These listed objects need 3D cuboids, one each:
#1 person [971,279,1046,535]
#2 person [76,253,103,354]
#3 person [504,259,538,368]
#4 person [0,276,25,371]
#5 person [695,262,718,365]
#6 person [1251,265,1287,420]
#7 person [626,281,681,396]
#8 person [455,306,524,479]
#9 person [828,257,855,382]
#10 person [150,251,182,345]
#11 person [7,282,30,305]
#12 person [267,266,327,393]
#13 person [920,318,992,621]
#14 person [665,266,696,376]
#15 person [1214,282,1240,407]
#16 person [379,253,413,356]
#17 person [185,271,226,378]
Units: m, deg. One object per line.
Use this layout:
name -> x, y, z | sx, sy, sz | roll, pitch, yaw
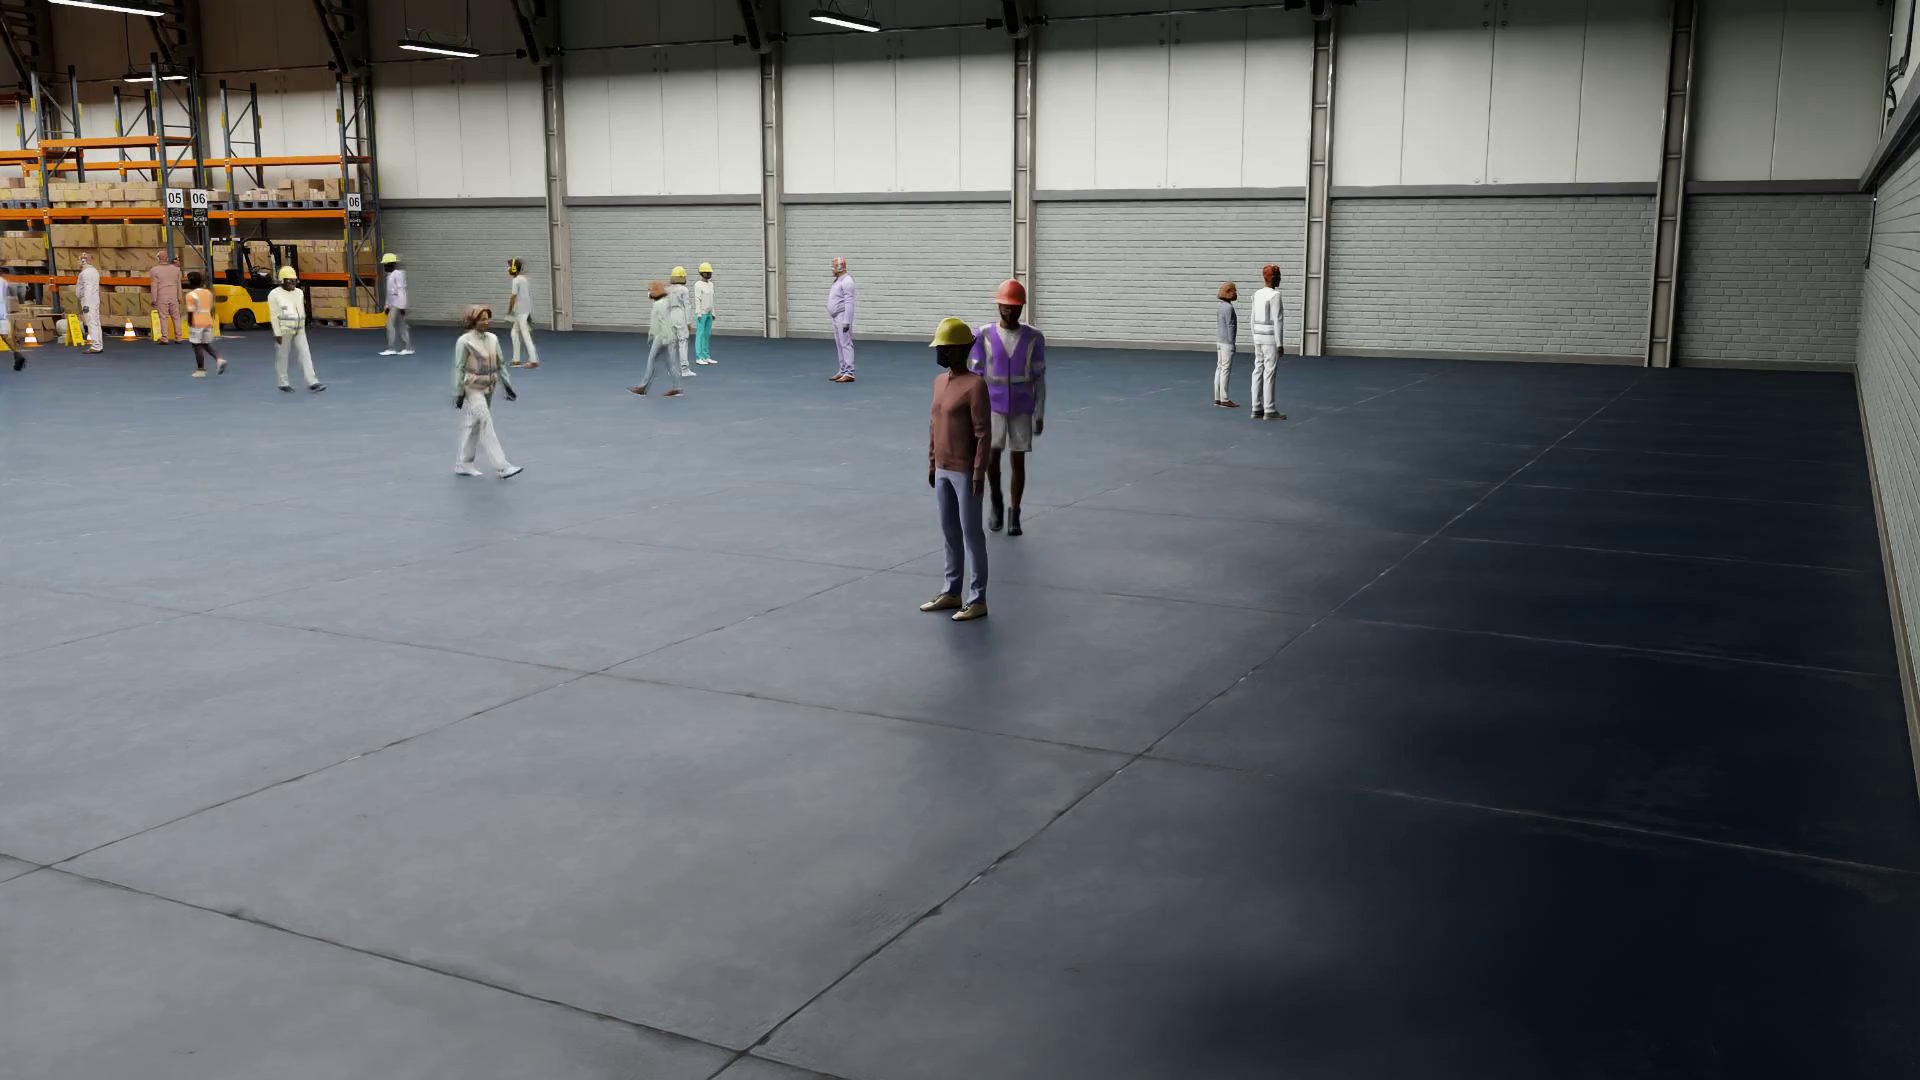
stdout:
person -> 0.357, -0.978, 12.400 | 0.580, 1.919, 0.418 | 0, 10, -2
person -> -16.589, -4.501, 31.656 | 0.408, 1.906, 0.653 | -3, 11, -15
person -> -7.487, -3.798, 27.995 | 0.764, 1.840, 0.543 | 0, 10, 0
person -> -15.889, -3.723, 27.401 | 0.870, 1.914, 0.544 | 5, 12, 27
person -> -4.431, -3.947, 29.013 | 0.327, 1.769, 0.525 | 5, 11, 24
person -> 3.767, -2.409, 20.311 | 0.354, 1.883, 0.572 | -4, 11, -22
person -> -4.279, -2.785, 23.123 | 0.809, 1.592, 0.532 | -3, 11, -13
person -> -4.361, -1.352, 15.339 | 0.835, 1.594, 0.515 | 4, 11, 20
person -> -1.832, -3.373, 25.512 | 0.401, 1.904, 0.649 | -3, 11, -18
person -> -16.342, -4.972, 34.223 | 0.409, 1.909, 0.641 | 8, 13, 36
person -> -24.417, -6.610, 43.066 | 0.373, 1.940, 0.628 | 5, 12, 27
person -> -9.387, -2.949, 23.477 | 0.855, 1.794, 0.627 | 6, 12, 31
person -> -0.028, -0.413, 9.745 | 0.315, 1.767, 0.535 | -7, 13, -34
person -> -4.482, -3.491, 26.593 | 0.485, 1.744, 0.309 | 7, 12, 33
person -> 3.502, -2.559, 21.799 | 0.286, 1.636, 0.499 | -2, 11, -9
person -> -10.627, -4.388, 31.058 | 0.788, 1.894, 0.612 | -6, 12, -30
person -> -11.893, -3.377, 26.110 | 0.458, 1.685, 0.554 | 3, 11, 17
